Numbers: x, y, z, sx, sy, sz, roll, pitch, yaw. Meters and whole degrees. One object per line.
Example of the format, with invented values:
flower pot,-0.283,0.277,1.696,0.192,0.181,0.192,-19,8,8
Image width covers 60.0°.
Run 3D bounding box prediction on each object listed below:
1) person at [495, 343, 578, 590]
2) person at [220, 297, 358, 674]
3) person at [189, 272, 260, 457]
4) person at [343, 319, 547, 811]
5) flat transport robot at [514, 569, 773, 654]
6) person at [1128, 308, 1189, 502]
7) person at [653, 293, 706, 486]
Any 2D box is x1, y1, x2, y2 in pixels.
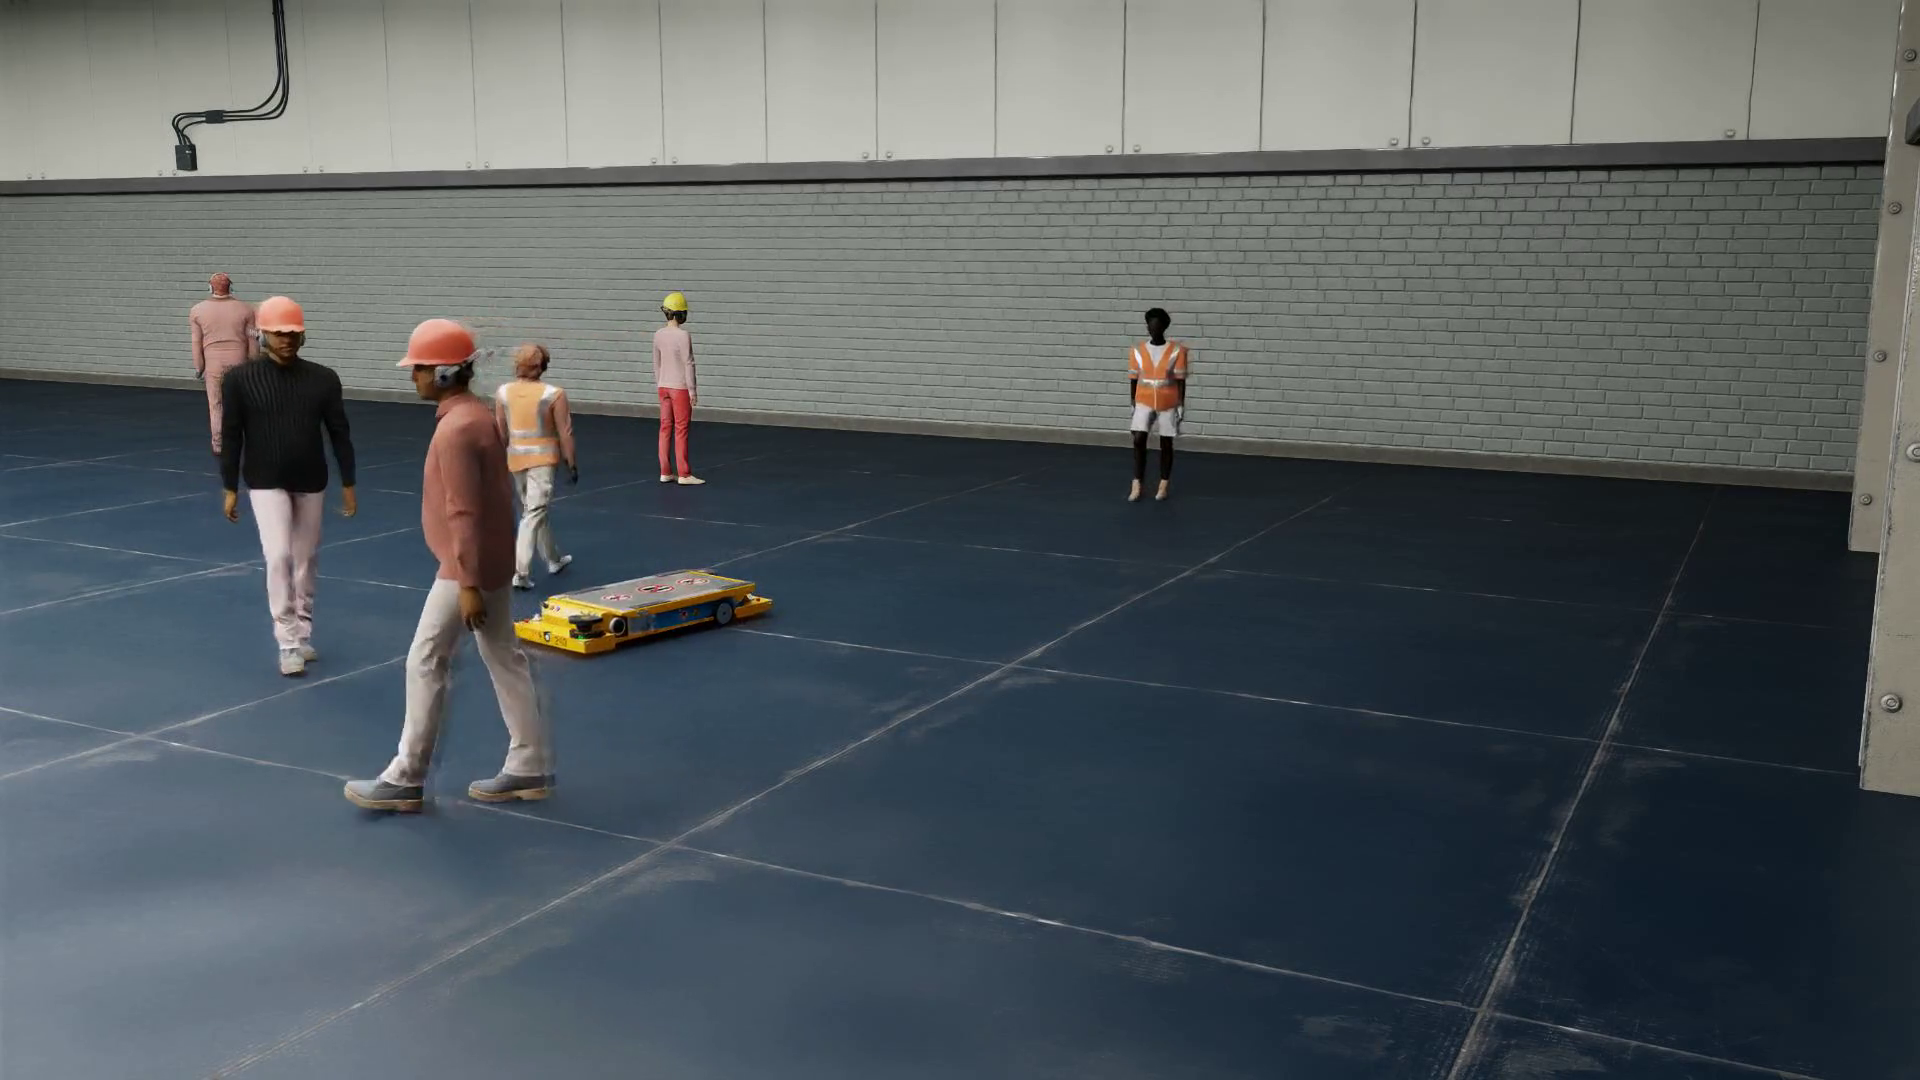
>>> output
person,-2.786,-0.494,10.944,0.538,1.592,0.882,3,11,17
person,-3.493,-0.281,8.755,0.654,1.967,0.776,-8,13,-36
person,-7.639,-1.823,17.340,0.647,1.913,0.409,-4,11,-22
person,-2.101,0.112,6.630,0.887,1.960,0.659,-1,10,-4
flat transport robot,-1.834,0.393,9.729,0.652,0.197,1.431,8,13,38
person,1.679,-1.139,14.266,0.538,1.674,0.688,3,11,16
person,-2.609,-1.385,15.346,0.523,1.769,0.315,9,14,41
